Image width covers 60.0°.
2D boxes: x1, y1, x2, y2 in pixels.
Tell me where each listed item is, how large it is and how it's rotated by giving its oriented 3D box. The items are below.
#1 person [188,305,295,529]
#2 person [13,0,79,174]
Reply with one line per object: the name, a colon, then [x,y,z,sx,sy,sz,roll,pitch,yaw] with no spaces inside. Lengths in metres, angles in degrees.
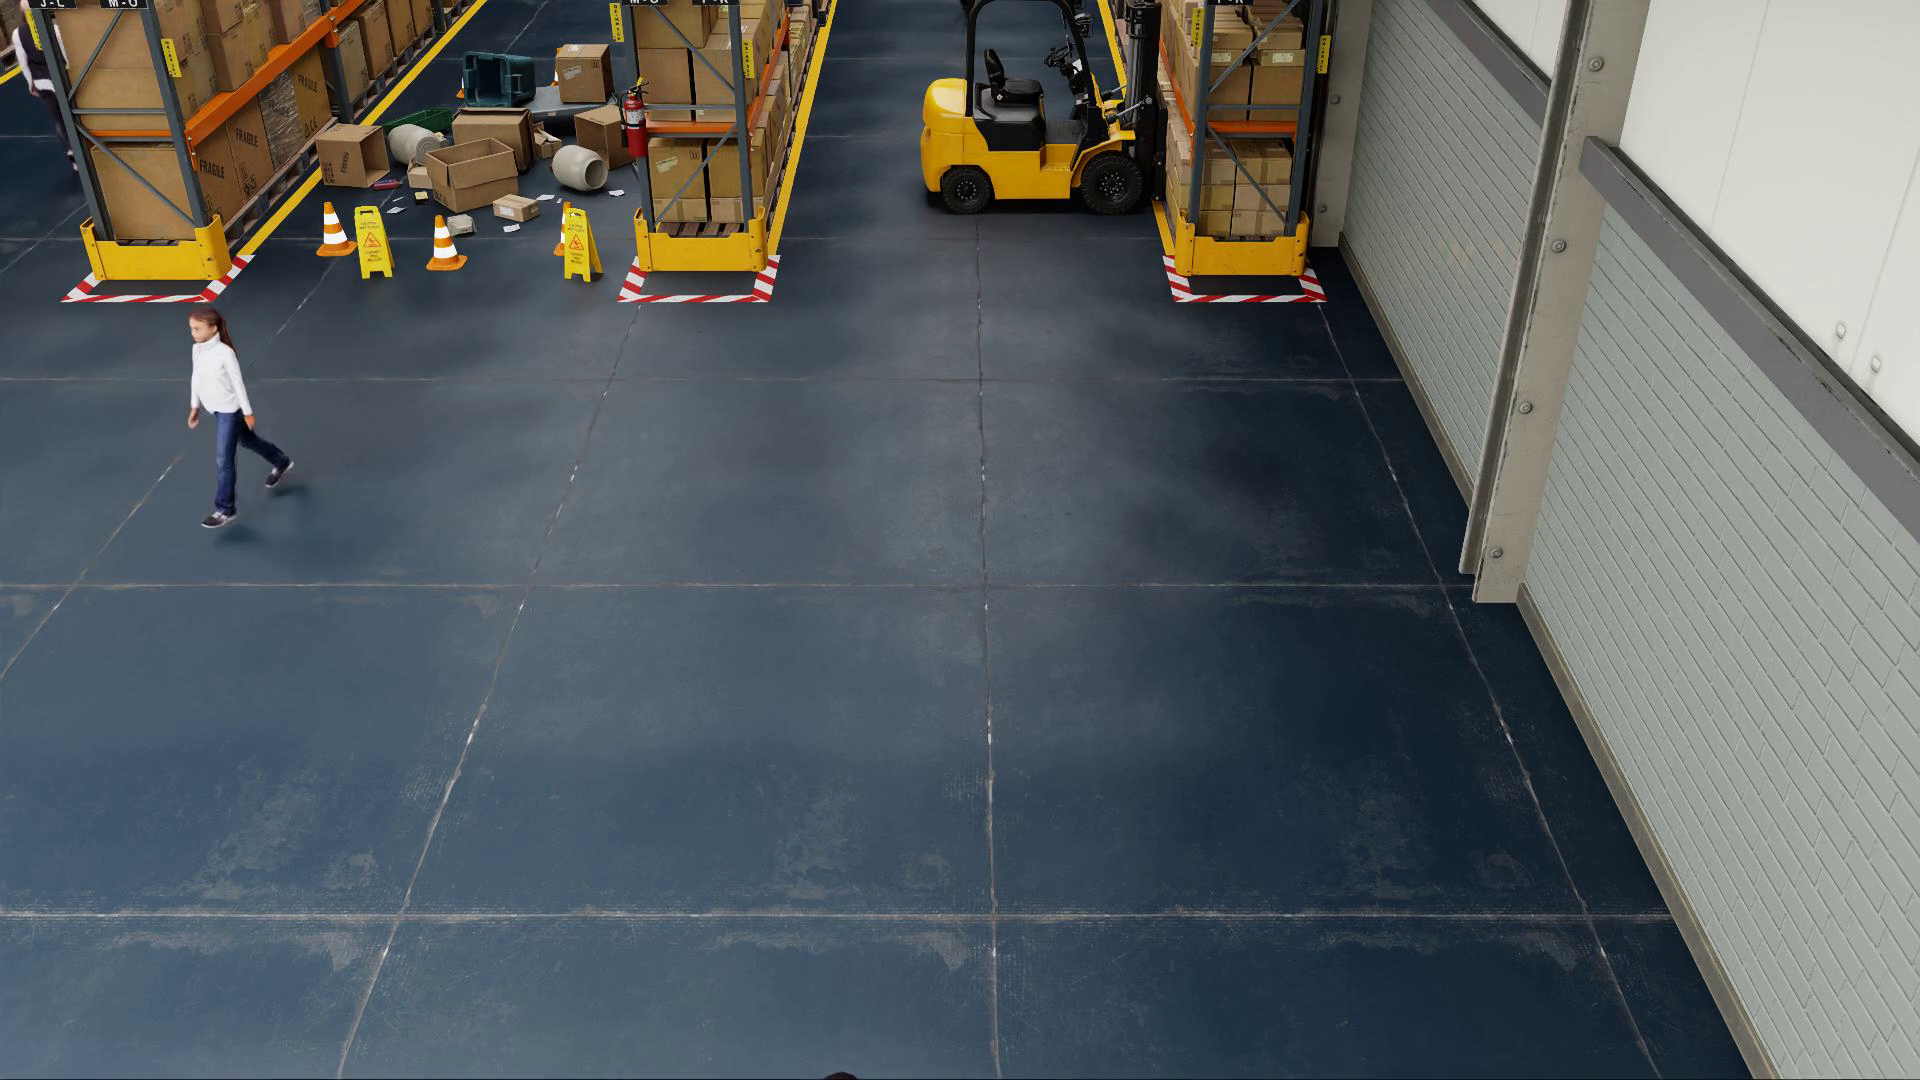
person: [-4.970,-0.925,11.447,0.904,1.520,1.150,17,36,25]
person: [-9.268,-4.619,17.027,0.794,1.814,0.930,-6,33,-9]
